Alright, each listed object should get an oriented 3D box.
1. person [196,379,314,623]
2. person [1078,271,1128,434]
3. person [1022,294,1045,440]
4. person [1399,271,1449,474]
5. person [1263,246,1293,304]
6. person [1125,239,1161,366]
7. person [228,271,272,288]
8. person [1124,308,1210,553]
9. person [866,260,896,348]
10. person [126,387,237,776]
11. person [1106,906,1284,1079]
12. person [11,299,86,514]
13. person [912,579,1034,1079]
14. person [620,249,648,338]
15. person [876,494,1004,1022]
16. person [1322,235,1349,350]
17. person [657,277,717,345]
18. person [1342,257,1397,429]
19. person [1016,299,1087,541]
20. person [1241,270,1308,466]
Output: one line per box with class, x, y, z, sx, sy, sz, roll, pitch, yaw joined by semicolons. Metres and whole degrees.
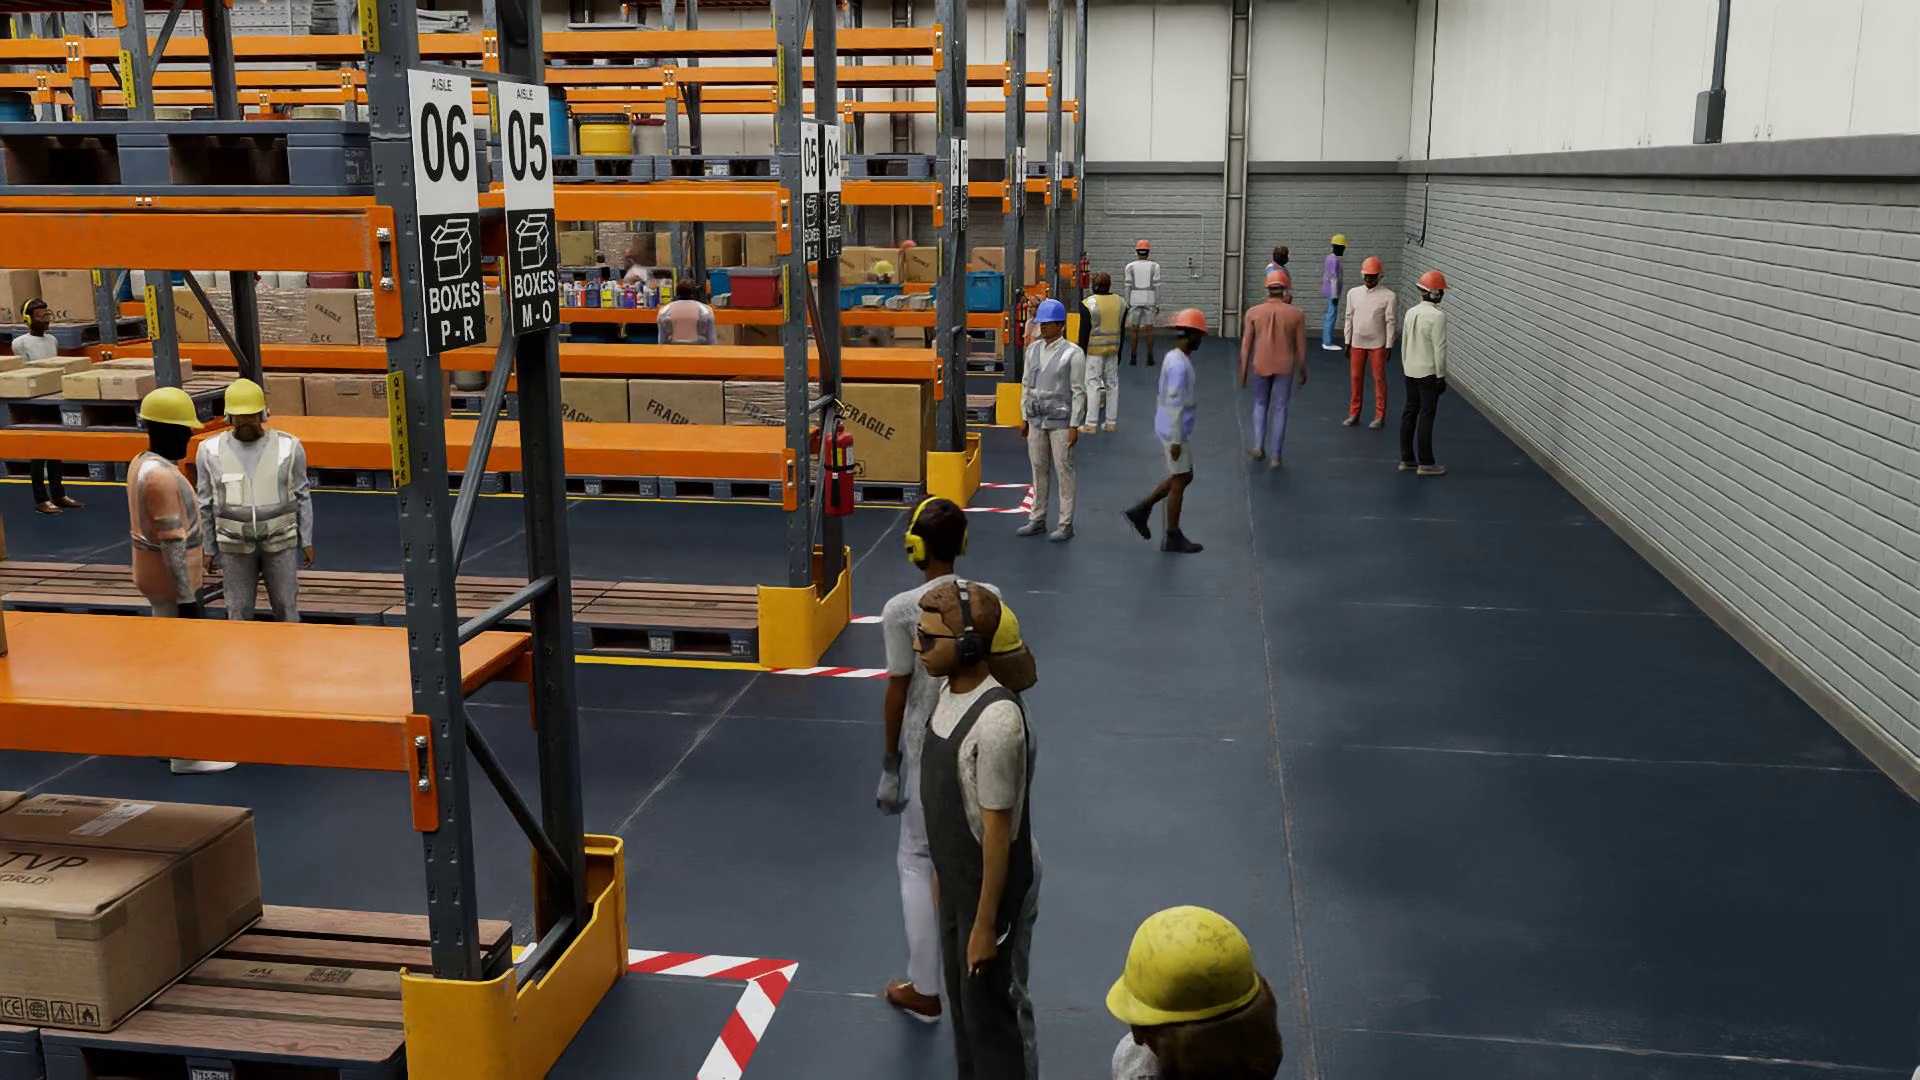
person;-3.942;0.005;9.331;0.602;1.827;0.404;-5;13;-20
person;1.592;-2.132;18.952;0.627;1.844;0.429;-7;15;-30
person;0.867;-1.887;18.328;0.318;1.631;0.524;-8;15;-31
person;4.601;-1.653;16.435;0.387;1.996;0.611;-4;13;-19
person;4.860;-3.567;25.430;0.430;1.843;0.625;7;14;30
person;2.806;-3.648;25.585;0.543;1.933;0.363;2;13;8
person;-8.011;-2.206;18.831;0.685;2.000;0.535;-3;13;-15
person;1.657;-0.856;13.044;0.559;1.908;0.591;1;13;6
person;-1.011;-2.736;21.729;0.434;1.812;0.615;2;13;10
person;-3.875;0.205;8.227;0.381;1.918;0.584;-8;15;-33
person;0.398;1.460;2.971;0.312;1.738;0.483;-9;16;-36
person;-7.983;-1.168;14.533;0.328;1.872;0.512;2;13;7
person;0.026;1.010;4.788;0.349;1.842;0.509;-4;13;-16
person;-4.628;-3.172;23.540;0.422;1.886;0.675;0;12;0
person;-0.067;0.767;5.880;0.528;1.846;0.401;-9;15;-35
person;6.271;-4.139;27.832;0.384;1.918;0.601;2;13;8
person;-2.914;-1.889;17.851;0.624;1.845;0.430;0;12;0
person;4.746;-2.284;19.328;0.604;1.986;0.413;9;16;36
person;0.738;-0.968;13.455;0.605;1.948;0.388;10;16;39
person;3.215;-1.757;16.965;0.646;1.969;0.648;4;13;19
